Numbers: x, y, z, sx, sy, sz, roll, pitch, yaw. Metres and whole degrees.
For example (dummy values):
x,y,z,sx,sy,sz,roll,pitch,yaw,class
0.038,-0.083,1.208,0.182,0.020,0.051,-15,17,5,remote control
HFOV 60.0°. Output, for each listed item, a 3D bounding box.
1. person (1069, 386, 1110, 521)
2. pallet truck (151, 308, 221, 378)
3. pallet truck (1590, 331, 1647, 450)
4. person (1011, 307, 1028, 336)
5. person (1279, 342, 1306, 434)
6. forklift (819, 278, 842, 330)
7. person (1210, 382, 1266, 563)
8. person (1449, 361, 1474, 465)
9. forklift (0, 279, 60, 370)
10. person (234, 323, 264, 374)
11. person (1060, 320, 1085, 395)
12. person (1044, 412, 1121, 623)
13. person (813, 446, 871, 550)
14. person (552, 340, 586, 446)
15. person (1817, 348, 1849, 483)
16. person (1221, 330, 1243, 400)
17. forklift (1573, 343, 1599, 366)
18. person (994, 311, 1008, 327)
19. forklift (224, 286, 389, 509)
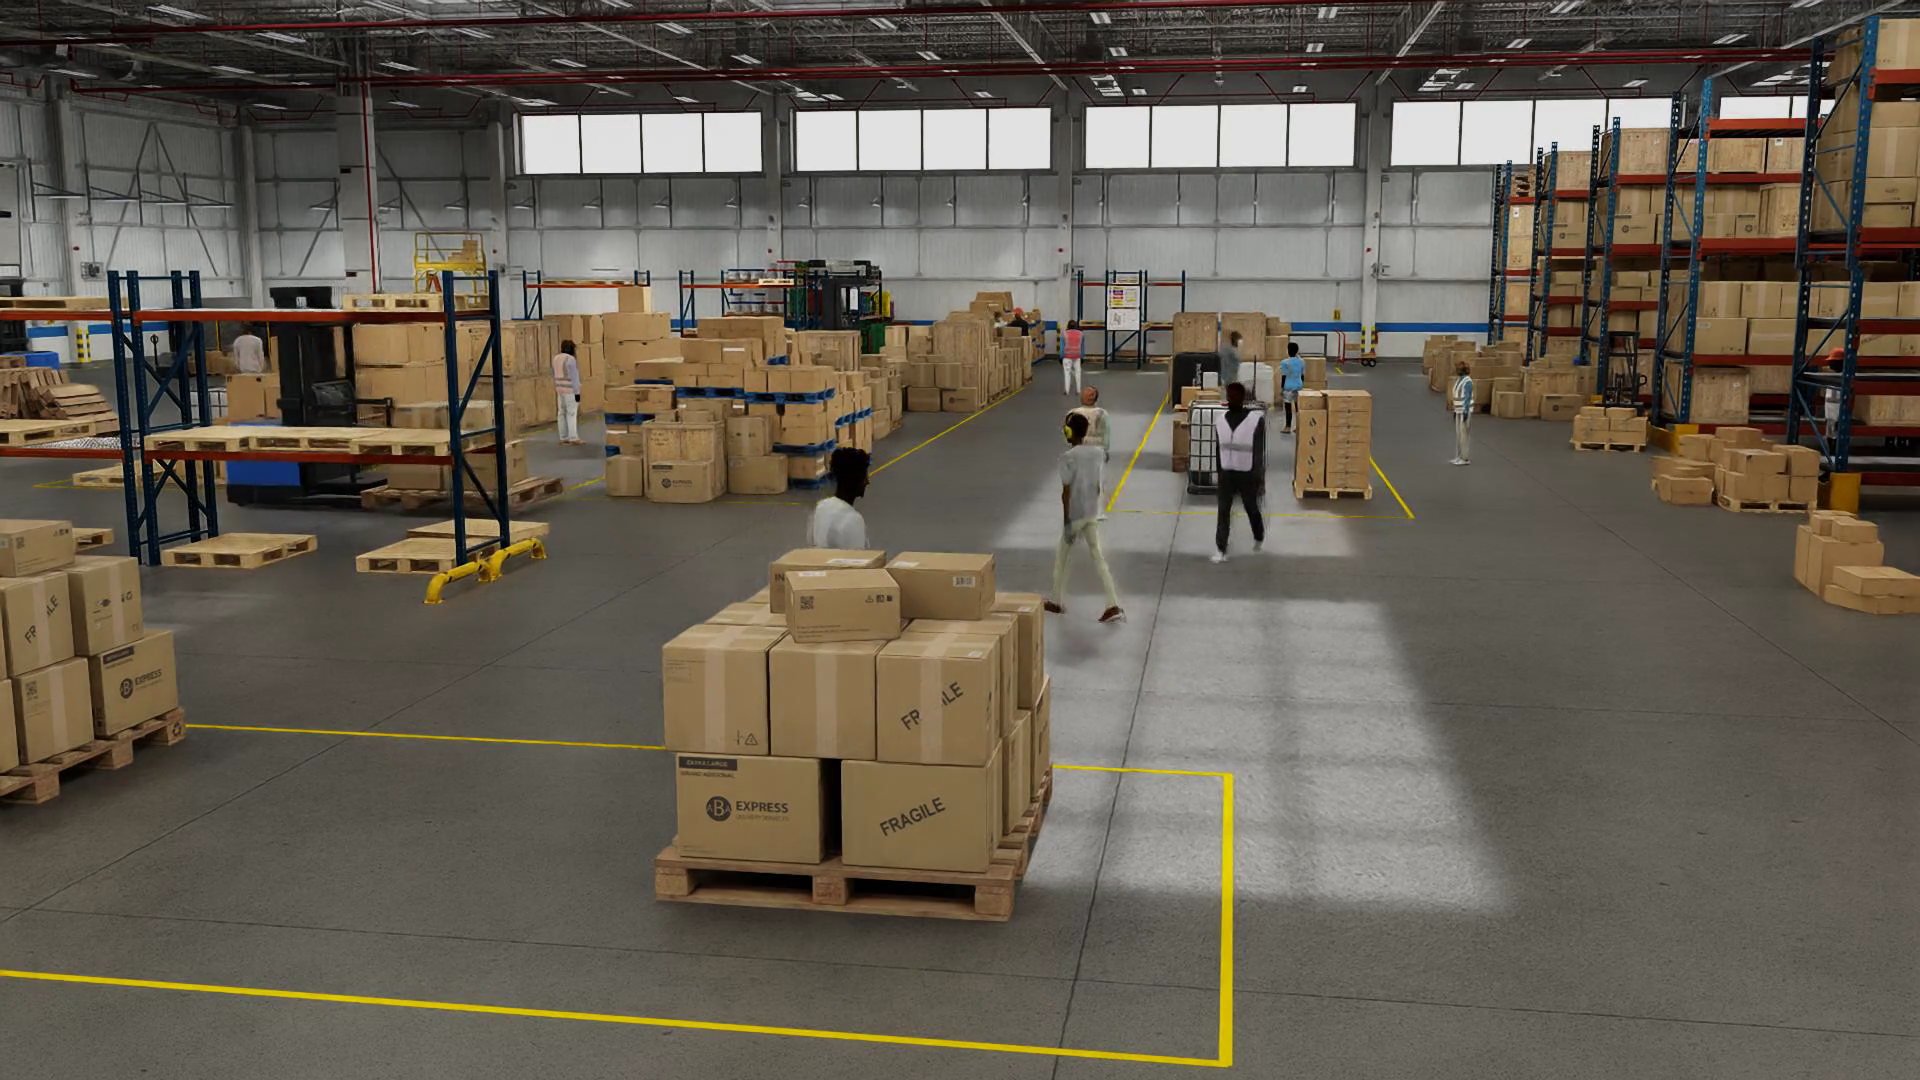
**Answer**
x,y,z,sx,sy,sz,roll,pitch,yaw,class
1.566,-1.043,20.154,0.512,1.642,0.312,3,10,16,person
-21.869,-5.598,47.154,0.823,1.965,1.885,4,10,26,pallet truck
11.253,-2.573,28.499,0.823,1.965,1.885,5,10,27,pallet truck
1.641,-5.546,46.838,0.611,1.996,0.378,7,12,37,person
6.192,-2.829,31.003,0.537,1.695,0.321,-4,10,-24,person
-3.270,-5.243,42.251,1.873,2.768,1.129,1,9,9,forklift
2.961,-0.735,17.512,0.591,1.887,0.913,6,11,34,person
7.861,-1.985,26.005,0.313,1.631,0.525,0,9,-2,person
-22.592,-4.798,39.505,1.873,2.768,1.129,1,9,9,forklift
-15.111,-3.675,35.550,0.662,1.910,0.832,0,9,3,person
2.720,-4.445,40.523,0.629,1.842,0.429,-2,9,-12,person
1.059,-0.200,14.423,0.508,1.824,1.011,-6,11,-31,person
-0.676,0.376,10.430,0.465,1.947,0.622,-4,10,-22,person
-6.795,-2.553,28.880,0.621,1.837,0.429,8,12,41,person
12.495,-1.774,23.756,0.354,1.939,0.544,2,9,10,person
5.090,-3.028,31.576,0.592,1.908,0.664,4,10,24,person
14.496,-4.450,37.362,1.873,2.768,1.129,1,9,9,forklift
1.084,-5.486,46.748,0.664,1.903,0.452,-5,11,-29,person
-8.396,-1.860,21.385,1.873,2.768,1.129,1,9,9,forklift
